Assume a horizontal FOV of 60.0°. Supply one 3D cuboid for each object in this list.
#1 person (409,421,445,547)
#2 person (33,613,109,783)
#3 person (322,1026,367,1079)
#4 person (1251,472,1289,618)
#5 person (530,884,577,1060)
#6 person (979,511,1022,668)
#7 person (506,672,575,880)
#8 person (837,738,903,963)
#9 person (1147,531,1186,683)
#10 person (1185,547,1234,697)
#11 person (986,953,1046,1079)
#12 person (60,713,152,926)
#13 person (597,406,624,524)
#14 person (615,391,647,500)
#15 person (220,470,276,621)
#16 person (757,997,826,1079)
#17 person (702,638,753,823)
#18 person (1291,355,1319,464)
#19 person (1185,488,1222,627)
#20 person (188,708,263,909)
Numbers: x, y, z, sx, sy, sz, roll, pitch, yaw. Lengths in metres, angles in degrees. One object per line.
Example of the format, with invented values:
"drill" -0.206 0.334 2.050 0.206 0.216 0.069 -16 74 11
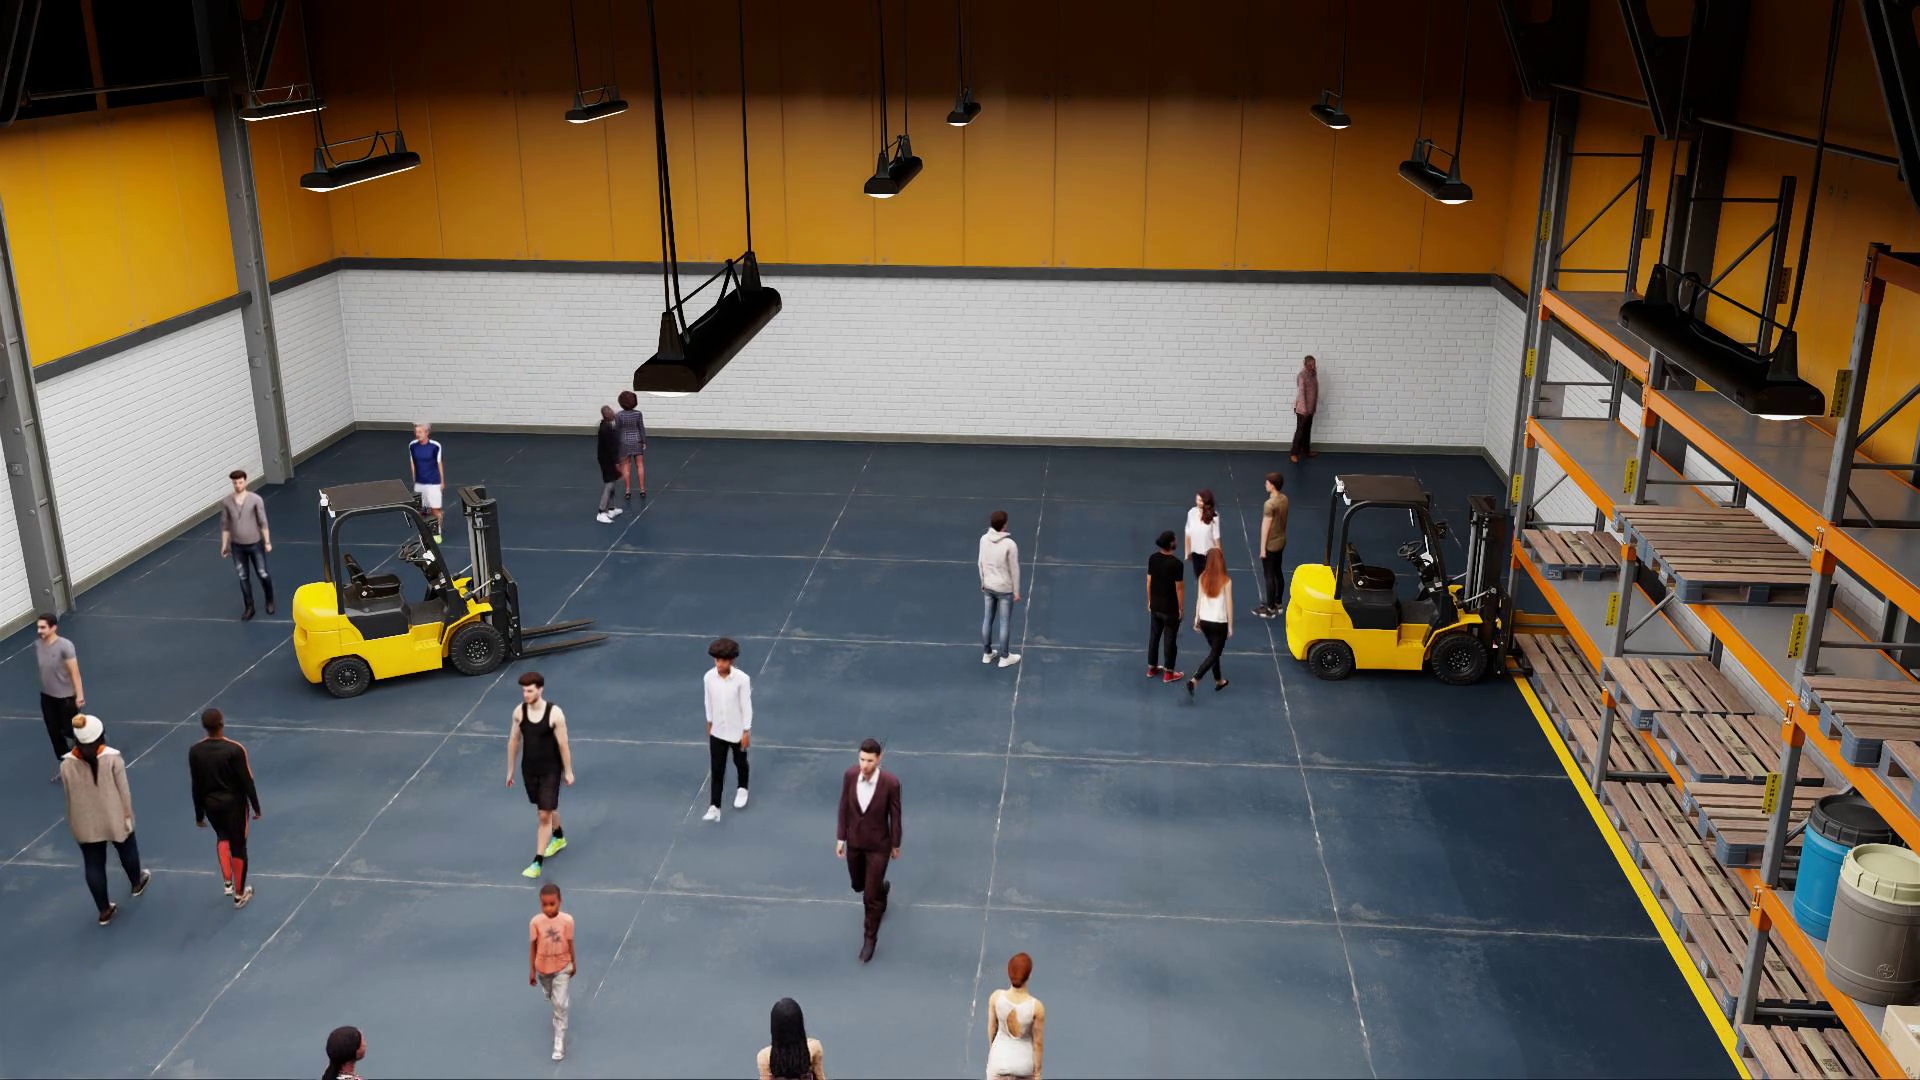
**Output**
"person" -7.457 -0.830 23.465 0.625 1.826 0.706 1 19 4
"person" -8.927 1.523 16.616 0.709 1.739 0.886 5 19 15
"person" -3.723 3.752 9.996 0.725 1.739 0.779 15 24 38
"person" 3.927 0.046 20.828 0.793 1.850 0.670 13 22 33
"person" -3.055 3.147 12.488 0.542 1.296 0.938 -1 19 -2
"person" 0.436 0.548 19.333 0.758 1.852 0.752 11 22 31
"person" -3.710 2.027 14.936 0.842 1.855 1.150 6 19 16
"person" -0.730 2.458 13.682 0.903 1.839 1.209 7 20 20
"person" 2.332 0.742 18.909 0.702 1.755 0.733 16 25 40
"person" 2.757 0.954 18.391 0.971 1.685 1.102 17 25 41
"person" 0.331 3.495 10.951 0.654 1.617 1.034 4 19 12
"person" -7.249 2.348 13.956 0.875 1.872 1.055 -4 19 -13
"person" -5.198 -1.166 24.593 0.924 1.743 0.771 -11 21 -28
"person" -5.046 -1.459 25.528 0.684 1.702 0.661 -5 19 -14
"person" -8.914 0.028 20.810 0.780 1.896 0.770 -2 19 -6
"person" -1.004 3.672 10.242 0.921 1.734 1.247 -5 19 -15
"person" -2.163 1.762 15.858 0.689 1.769 1.067 3 19 9
"person" 5.763 -2.228 27.675 0.993 1.788 0.807 7 20 20
"person" 3.043 0.189 20.531 0.854 1.768 0.938 17 25 41
"person" -6.294 2.319 14.167 0.715 1.794 0.697 -1 19 -4
